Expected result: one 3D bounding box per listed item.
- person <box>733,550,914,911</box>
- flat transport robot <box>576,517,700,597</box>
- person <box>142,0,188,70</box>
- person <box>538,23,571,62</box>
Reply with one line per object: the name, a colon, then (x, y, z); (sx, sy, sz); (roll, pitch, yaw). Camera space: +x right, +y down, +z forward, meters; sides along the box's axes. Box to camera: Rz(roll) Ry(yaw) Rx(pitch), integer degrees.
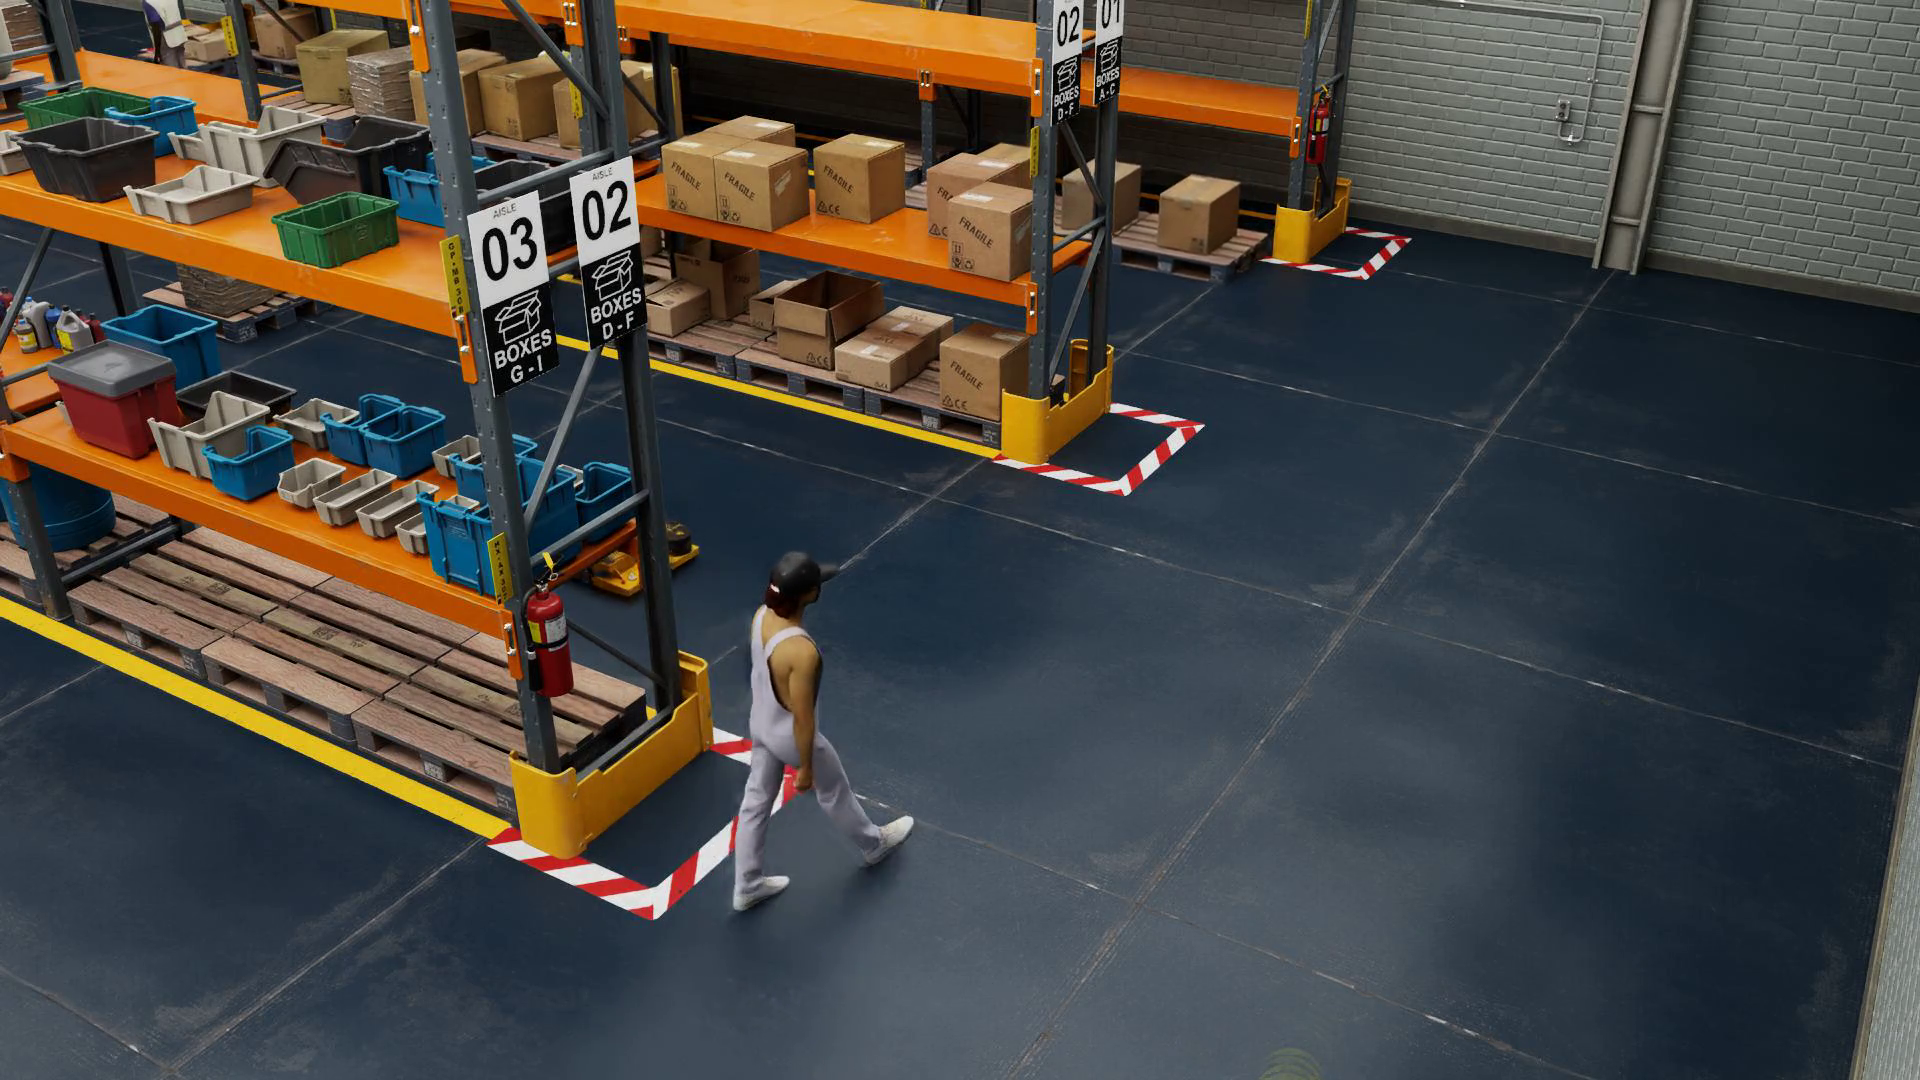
person: (-0.675, 0.824, 7.562); (0.984, 1.814, 0.513); (-22, 36, -34)
flat transport robot: (-2.434, -0.035, 10.696); (1.431, 0.231, 0.659); (18, 34, 29)
person: (-9.165, -5.732, 19.303); (0.373, 1.840, 0.568); (3, 29, 6)
person: (-4.117, -4.485, 17.213); (0.539, 1.694, 0.317); (13, 32, 22)
